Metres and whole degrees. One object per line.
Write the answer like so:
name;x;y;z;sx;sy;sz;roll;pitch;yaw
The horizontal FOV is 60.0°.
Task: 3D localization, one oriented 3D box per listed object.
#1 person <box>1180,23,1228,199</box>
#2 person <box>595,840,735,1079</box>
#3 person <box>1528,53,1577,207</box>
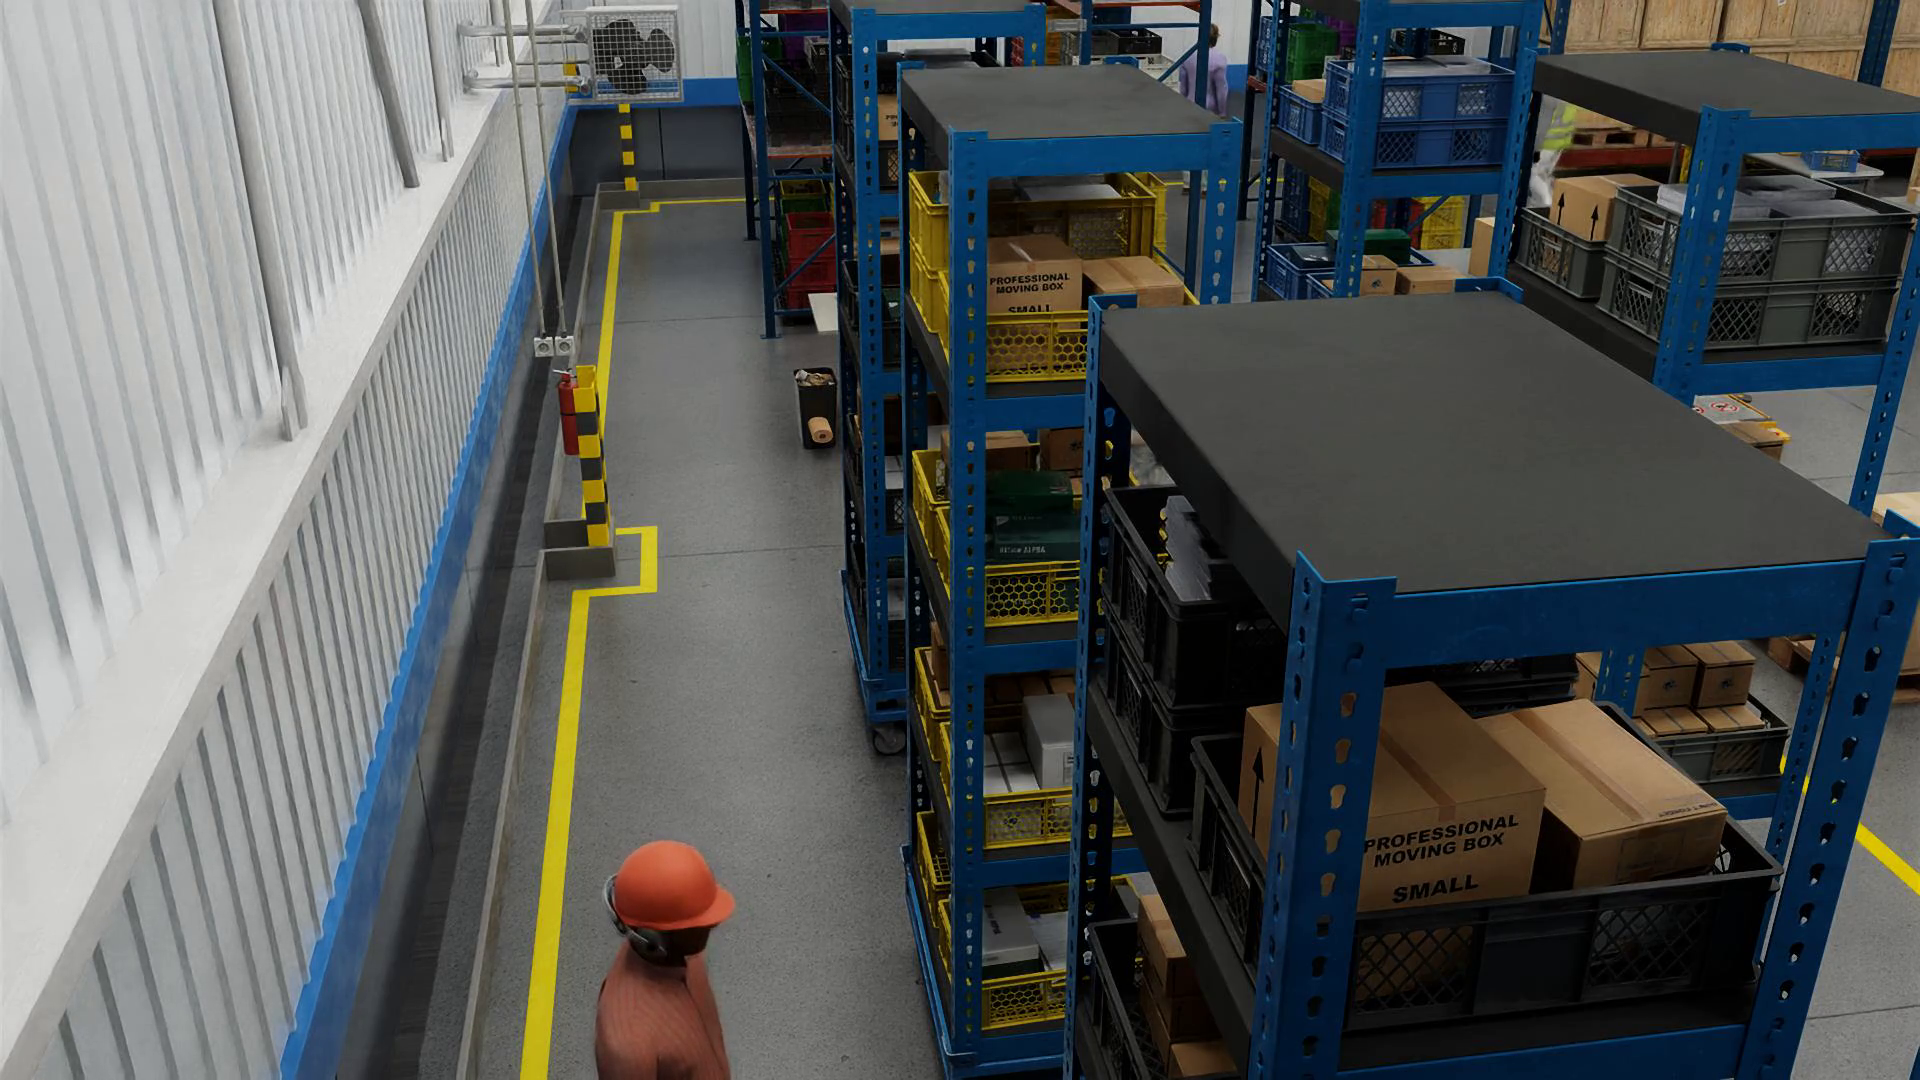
person;2.760;-4.864;18.857;0.627;1.940;0.370;23;33;40
person;-0.777;1.675;4.594;0.406;1.988;0.620;1;25;2
person;6.188;-4.183;17.503;0.649;1.832;0.572;-21;32;-38
